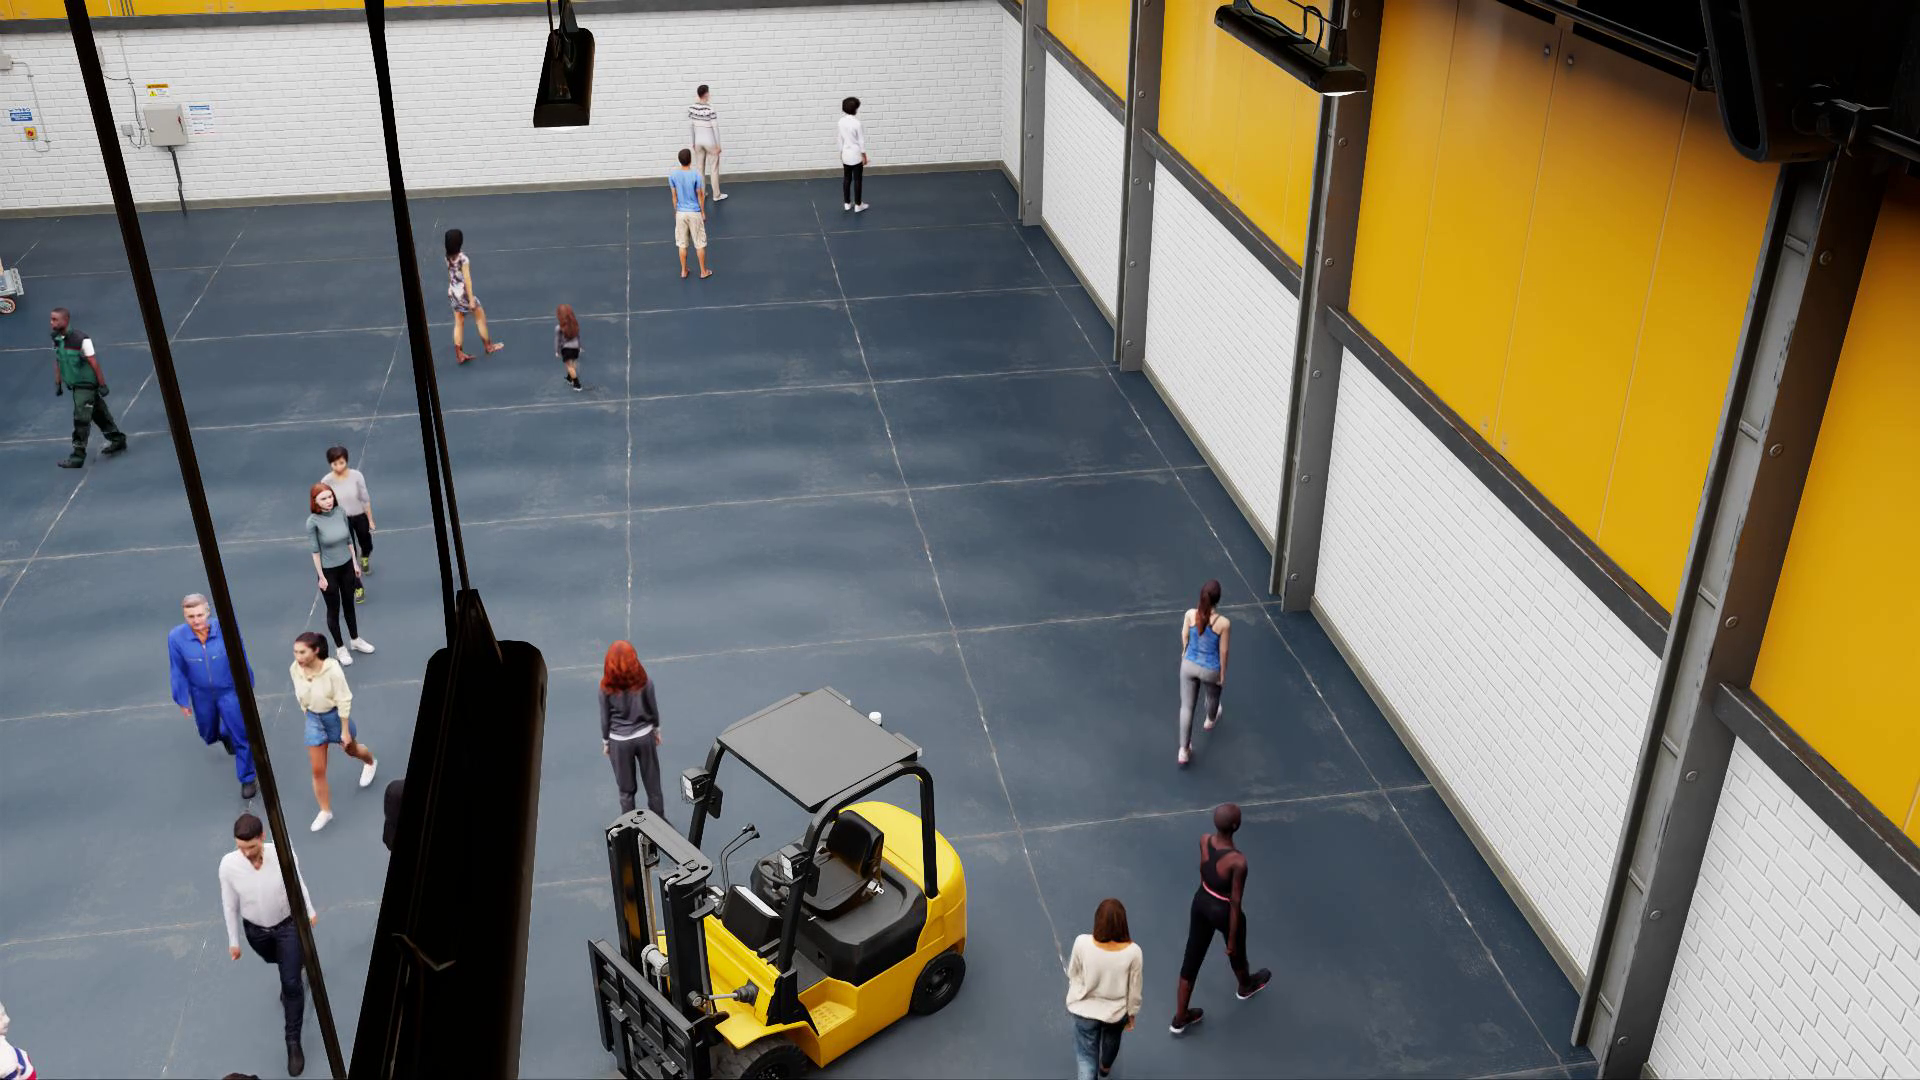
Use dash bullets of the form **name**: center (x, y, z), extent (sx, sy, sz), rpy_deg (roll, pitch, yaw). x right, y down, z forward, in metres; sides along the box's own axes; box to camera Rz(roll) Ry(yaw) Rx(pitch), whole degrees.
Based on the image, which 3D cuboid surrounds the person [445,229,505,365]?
- **person**: center (-6.337, -3.039, 20.960), extent (0.961, 1.711, 1.015), rpy_deg (19, 34, 31)

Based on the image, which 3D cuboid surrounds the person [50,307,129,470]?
- **person**: center (-9.666, -1.738, 18.487), extent (1.110, 1.796, 1.232), rpy_deg (14, 32, 24)

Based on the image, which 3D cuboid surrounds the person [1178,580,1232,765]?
- **person**: center (1.943, 1.093, 13.534), extent (0.938, 1.568, 1.112), rpy_deg (11, 31, 20)

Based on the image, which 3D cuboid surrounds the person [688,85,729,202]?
- **person**: center (-4.143, -6.468, 27.091), extent (0.771, 1.860, 0.768), rpy_deg (11, 30, 19)

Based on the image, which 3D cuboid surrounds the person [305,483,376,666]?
- **person**: center (-5.567, 0.277, 14.847), extent (0.727, 1.743, 0.668), rpy_deg (19, 34, 31)

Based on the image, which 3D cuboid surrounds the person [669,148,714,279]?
- **person**: center (-3.872, -4.670, 23.791), extent (0.705, 1.864, 0.662), rpy_deg (3, 29, 5)

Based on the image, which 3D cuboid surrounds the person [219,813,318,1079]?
- **person**: center (-4.454, 2.429, 10.800), extent (0.687, 1.841, 1.240), rpy_deg (-5, 29, -8)

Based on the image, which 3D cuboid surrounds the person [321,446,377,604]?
- **person**: center (-5.847, -0.220, 15.986), extent (0.699, 1.526, 1.039), rpy_deg (-11, 31, -20)

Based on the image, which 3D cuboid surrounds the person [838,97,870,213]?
- **person**: center (-1.723, -6.180, 26.618), extent (0.711, 1.808, 0.760), rpy_deg (17, 33, 28)

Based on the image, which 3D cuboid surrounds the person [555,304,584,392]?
- **person**: center (-4.765, -2.347, 20.336), extent (0.683, 1.093, 0.779), rpy_deg (-25, 37, -38)

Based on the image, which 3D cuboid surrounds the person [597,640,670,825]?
- **person**: center (-2.472, 1.521, 12.529), extent (0.609, 1.779, 0.519), rpy_deg (-8, 30, -15)

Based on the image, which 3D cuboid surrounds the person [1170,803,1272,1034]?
- **person**: center (1.591, 2.492, 10.802), extent (1.020, 1.728, 1.107), rpy_deg (-22, 35, -34)

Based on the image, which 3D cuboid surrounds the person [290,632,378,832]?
- **person**: center (-4.863, 1.388, 12.967), extent (0.879, 1.595, 1.187), rpy_deg (4, 29, 7)

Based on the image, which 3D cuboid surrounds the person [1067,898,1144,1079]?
- **person**: center (0.842, 2.923, 10.106), extent (0.801, 1.639, 1.151), rpy_deg (3, 29, 5)

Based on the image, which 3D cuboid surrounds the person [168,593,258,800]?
- **person**: center (-5.879, 1.165, 13.161), extent (0.870, 1.799, 1.081), rpy_deg (-12, 31, -22)
